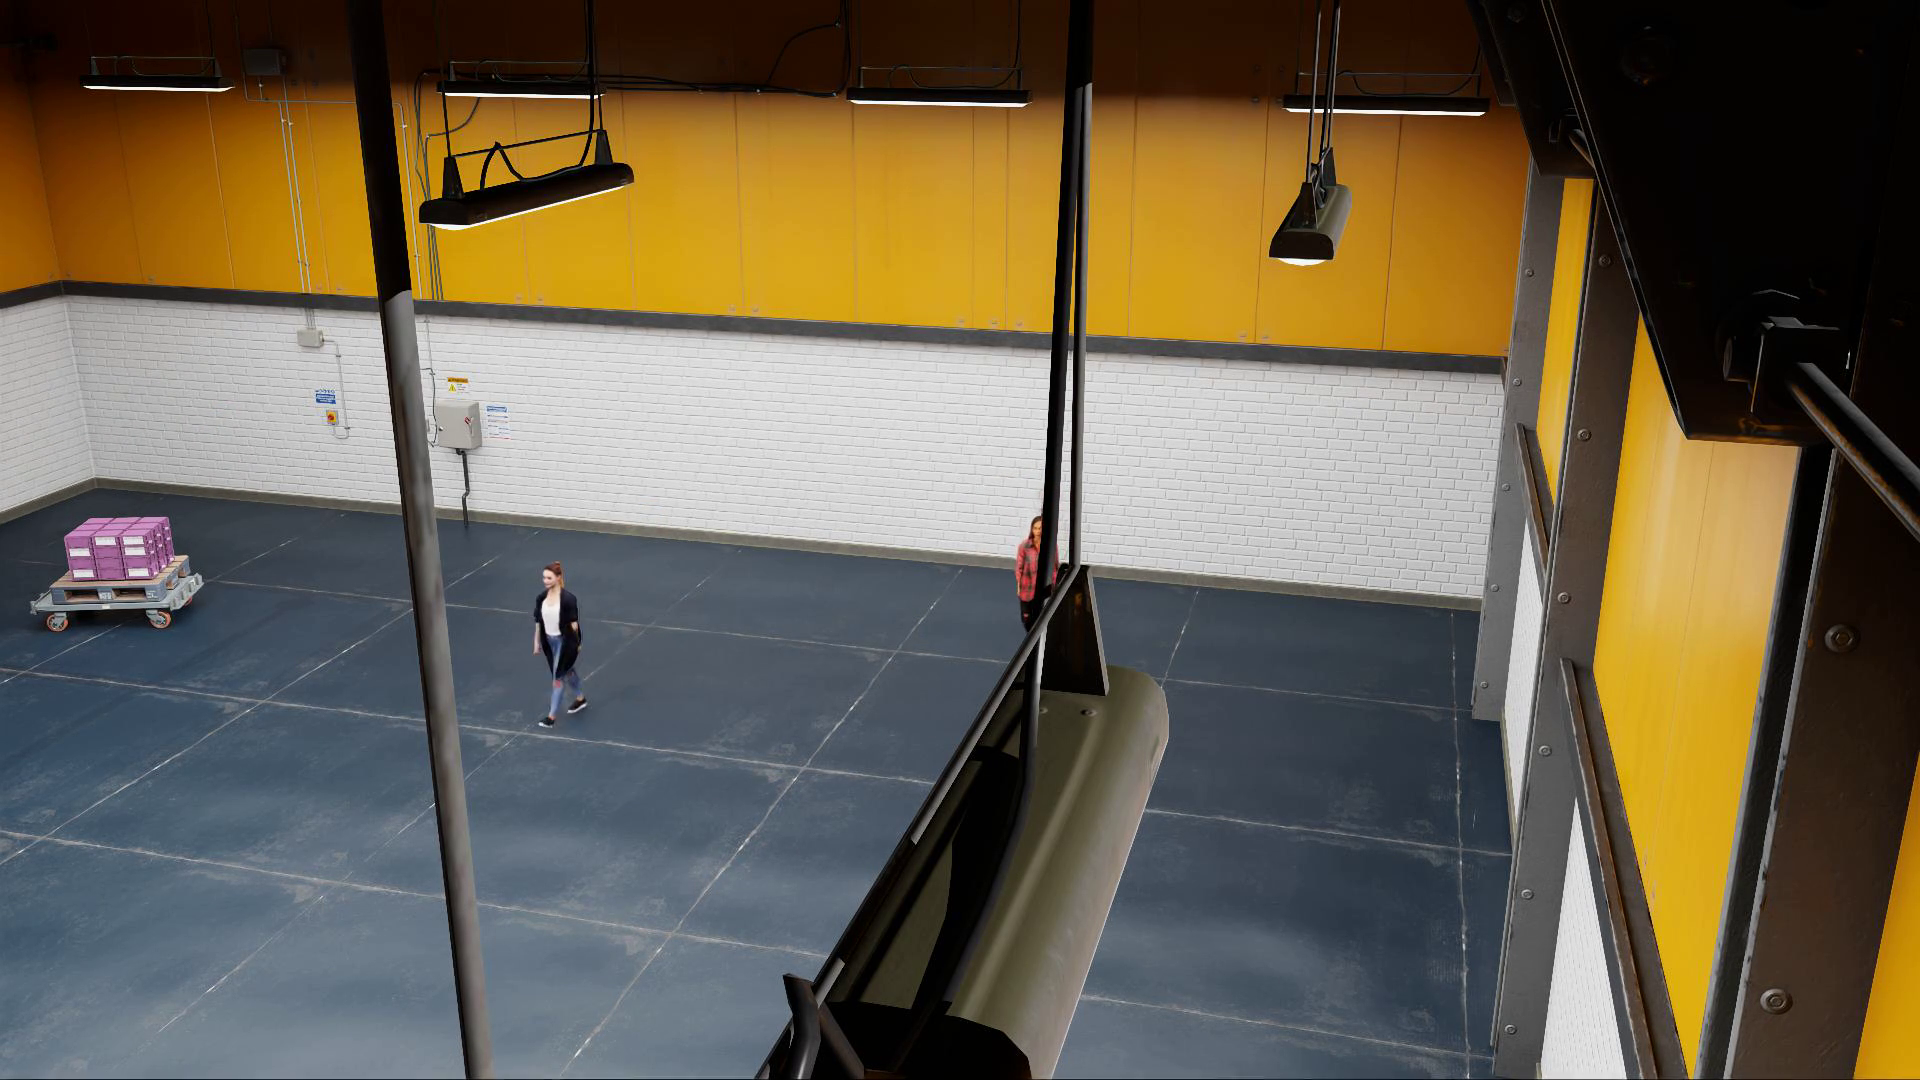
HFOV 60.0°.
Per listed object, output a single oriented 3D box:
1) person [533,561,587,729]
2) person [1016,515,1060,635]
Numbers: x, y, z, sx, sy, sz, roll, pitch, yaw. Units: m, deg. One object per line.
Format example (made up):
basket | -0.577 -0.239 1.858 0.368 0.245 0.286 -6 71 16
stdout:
person | -3.943 1.013 16.647 0.750 1.643 1.087 8 20 22
person | 0.843 0.522 18.022 0.678 1.695 0.695 2 19 5
